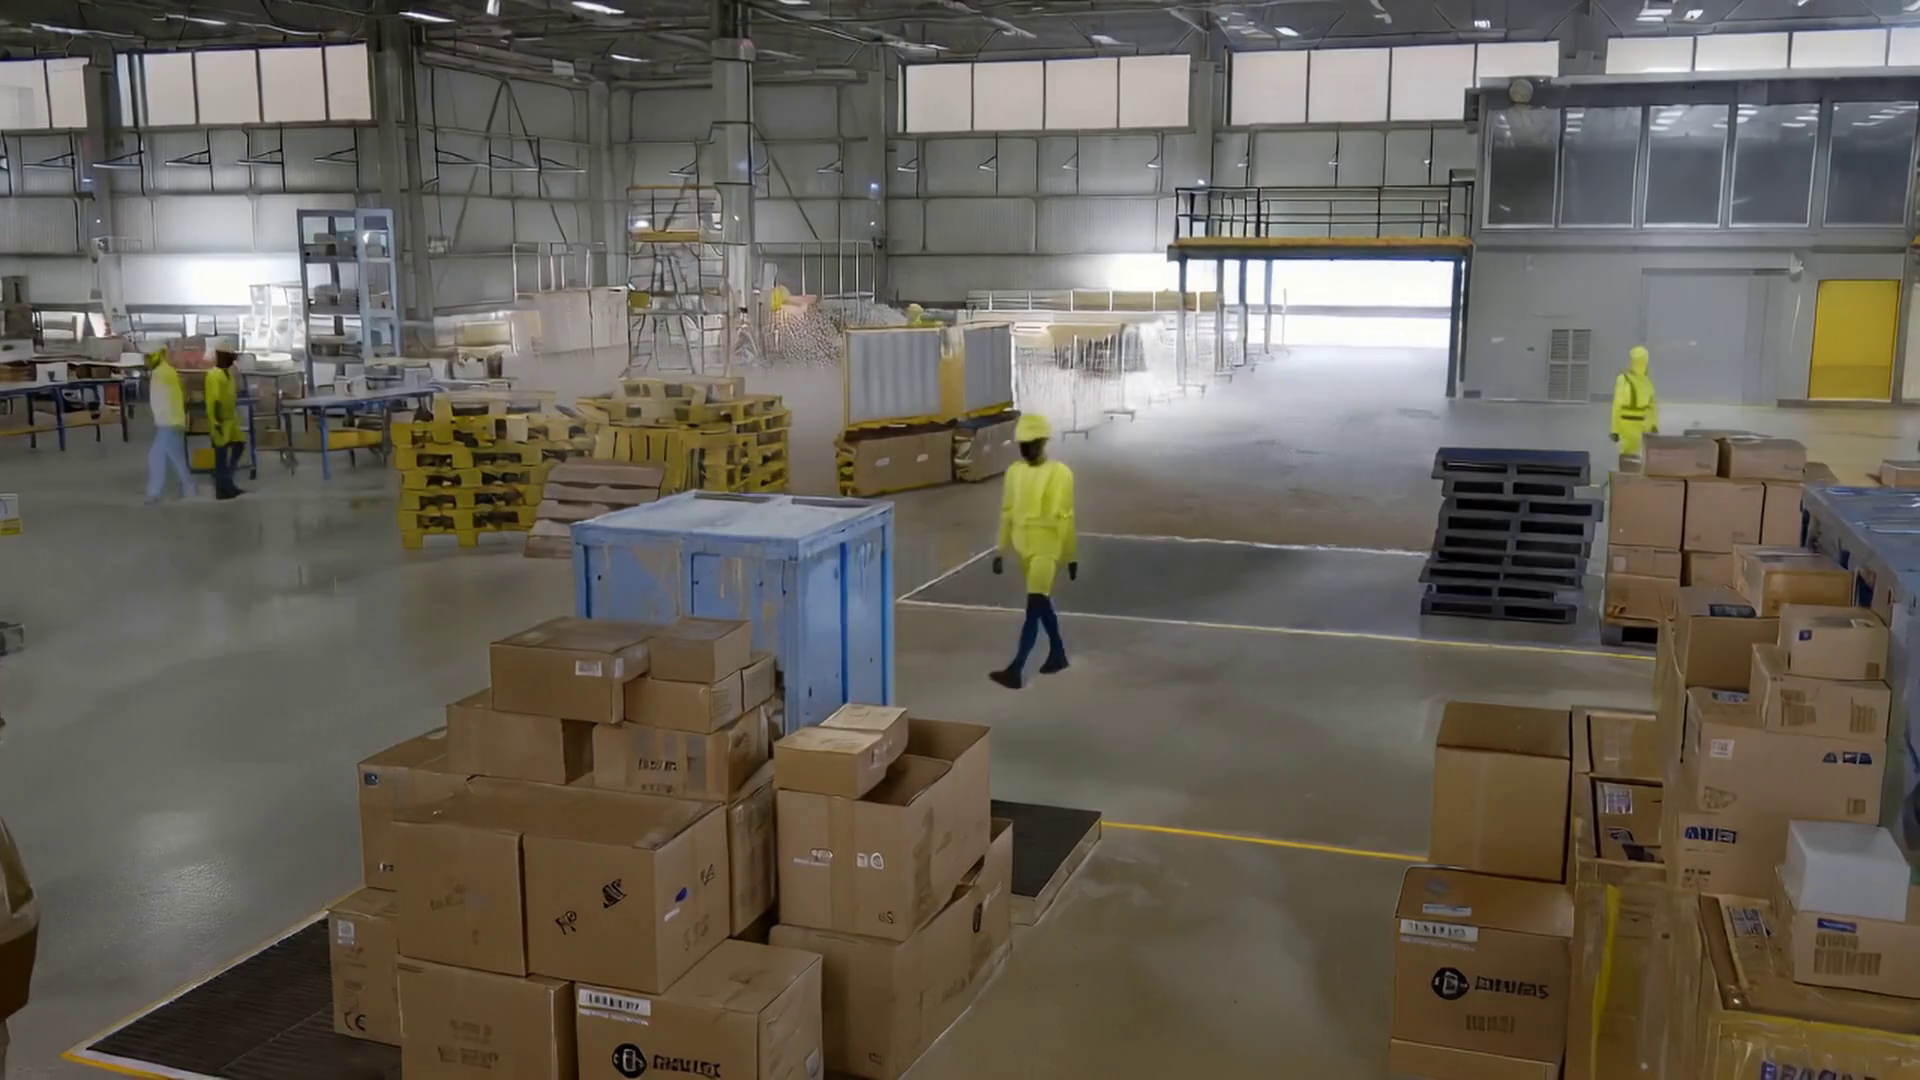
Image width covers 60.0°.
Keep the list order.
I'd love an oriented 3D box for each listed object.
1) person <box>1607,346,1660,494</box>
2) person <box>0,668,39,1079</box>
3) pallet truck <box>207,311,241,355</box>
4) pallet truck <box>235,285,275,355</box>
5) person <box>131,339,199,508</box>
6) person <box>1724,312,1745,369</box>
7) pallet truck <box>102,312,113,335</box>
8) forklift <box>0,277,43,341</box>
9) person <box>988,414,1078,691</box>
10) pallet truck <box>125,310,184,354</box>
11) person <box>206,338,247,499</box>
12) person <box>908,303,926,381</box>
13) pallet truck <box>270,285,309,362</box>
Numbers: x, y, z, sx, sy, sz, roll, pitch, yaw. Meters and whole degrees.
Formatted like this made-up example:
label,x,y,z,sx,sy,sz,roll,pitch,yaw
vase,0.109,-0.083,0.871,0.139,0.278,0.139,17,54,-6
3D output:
label,x,y,z,sx,sy,sz,roll,pitch,yaw
person,7.844,-1.314,19.340,0.586,1.870,0.419,-8,13,-37
person,-2.729,1.254,4.583,0.367,1.967,0.600,-5,11,-27
pallet truck,-19.537,-5.575,44.913,0.653,1.274,1.630,3,11,19
pallet truck,-18.327,-5.835,44.421,0.823,1.965,1.885,4,11,23
person,-9.299,-1.336,19.252,0.841,1.937,0.684,-6,12,-31
person,18.267,-4.730,39.226,0.494,1.624,0.280,5,11,24
pallet truck,-23.057,-5.777,46.261,0.680,1.201,1.601,3,11,19
forklift,-27.151,-6.329,46.328,1.157,1.987,2.680,3,11,17
person,0.495,0.066,11.509,0.569,1.878,1.008,9,13,41
pallet truck,-22.038,-5.665,45.457,0.704,1.261,1.522,3,11,17
person,-8.825,-1.455,19.982,0.422,1.912,0.653,0,10,1
person,-0.982,-4.423,37.202,0.487,1.737,0.320,-9,13,-40
pallet truck,-17.147,-5.700,43.663,0.823,1.965,1.885,3,11,17
